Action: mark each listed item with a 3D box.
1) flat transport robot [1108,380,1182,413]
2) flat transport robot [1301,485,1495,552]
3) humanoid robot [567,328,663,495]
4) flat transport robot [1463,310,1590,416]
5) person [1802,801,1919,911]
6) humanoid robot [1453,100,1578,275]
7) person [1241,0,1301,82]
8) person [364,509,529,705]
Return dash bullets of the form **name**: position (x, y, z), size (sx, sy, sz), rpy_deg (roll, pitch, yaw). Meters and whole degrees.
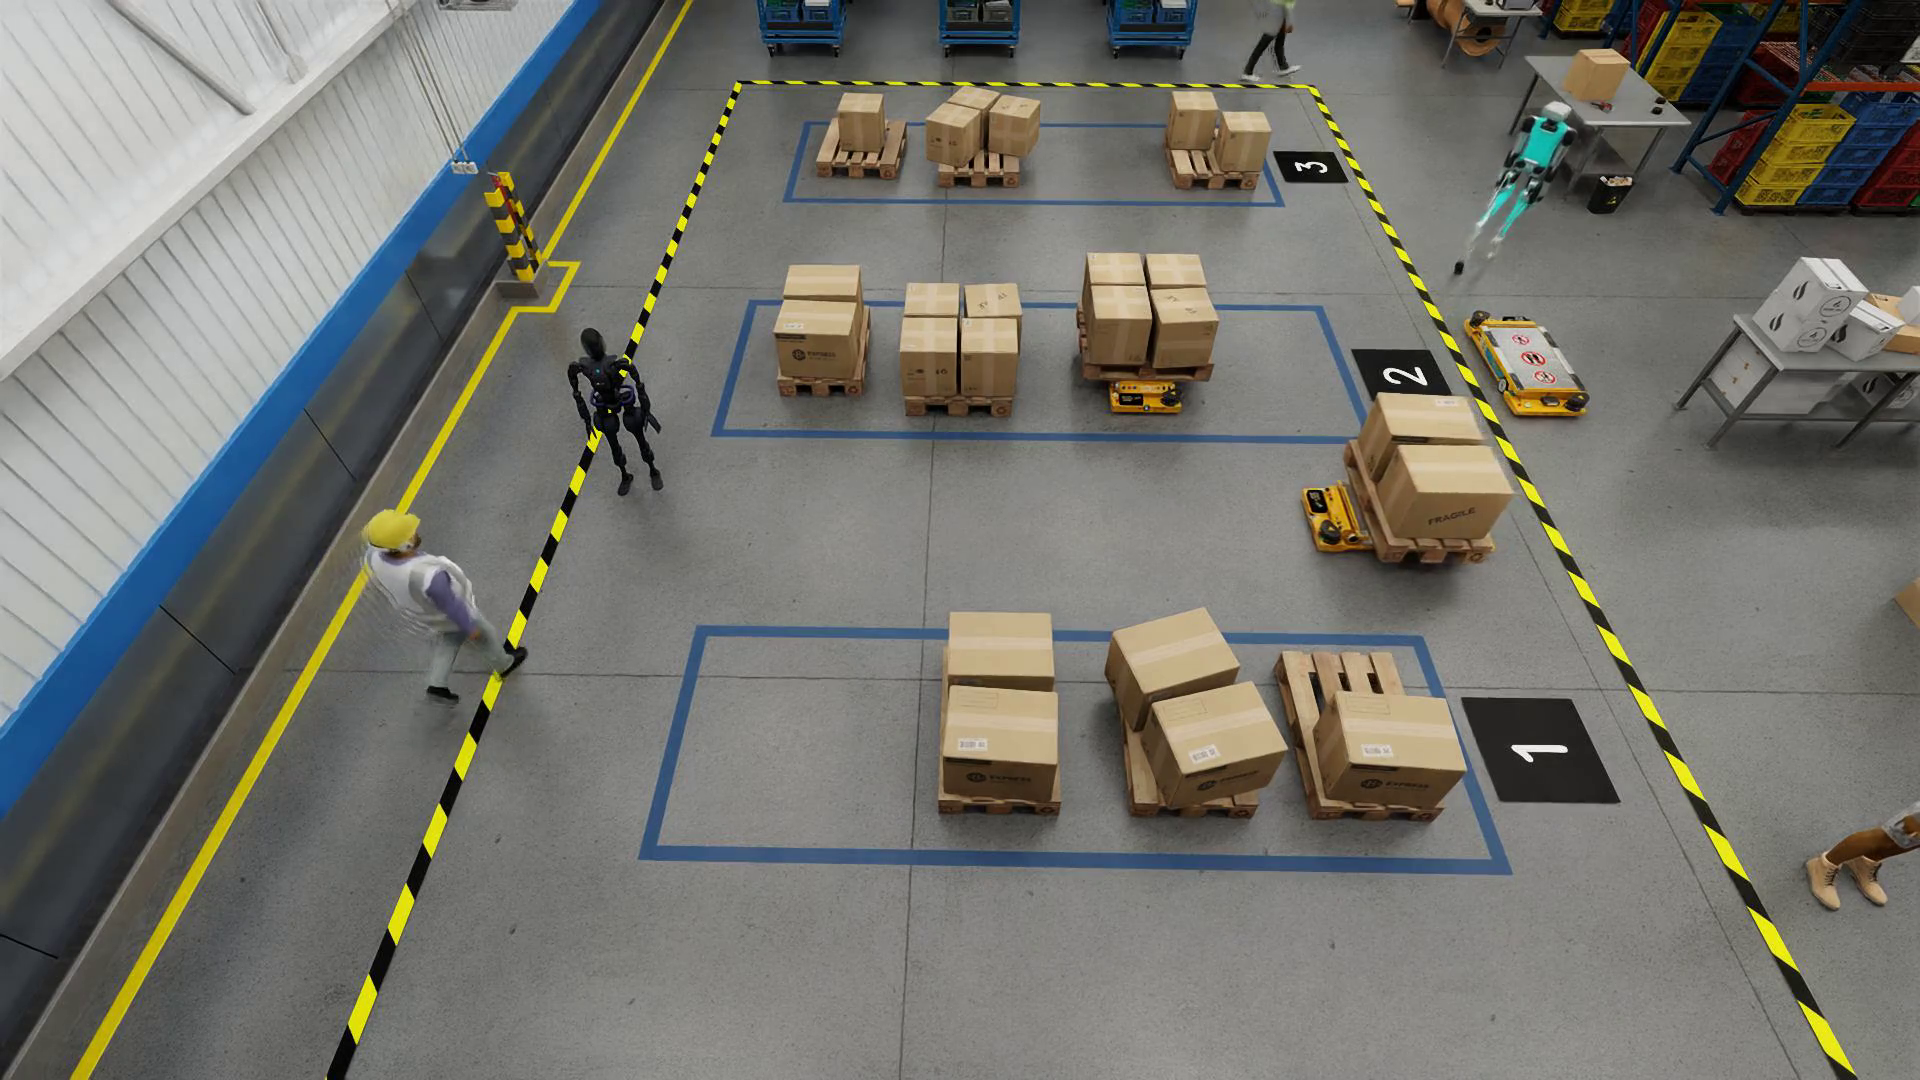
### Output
- **flat transport robot**: position (1.773, -1.807, 9.079), size (0.652, 0.197, 1.431), rpy_deg (1, 49, 1)
- **flat transport robot**: position (3.674, -0.207, 7.694), size (1.431, 0.197, 0.652), rpy_deg (1, 49, 1)
- **humanoid robot**: position (-2.786, -1.030, 7.483), size (0.599, 1.657, 0.315), rpy_deg (-7, 50, -6)
- **flat transport robot**: position (5.573, -1.757, 9.054), size (0.659, 0.231, 1.431), rpy_deg (1, 49, 1)
- **person**: position (5.593, 1.523, 5.049), size (0.604, 2.034, 0.387), rpy_deg (-2, 49, -2)
- **humanoid robot**: position (5.802, -3.629, 9.720), size (0.958, 1.769, 0.542), rpy_deg (-35, 58, -27)
- **person**: position (4.593, -7.418, 12.934), size (0.943, 1.804, 0.621), rpy_deg (1, 49, 1)
- **person**: position (-3.476, 0.487, 6.090), size (0.597, 1.813, 0.658), rpy_deg (19, 52, 16)
